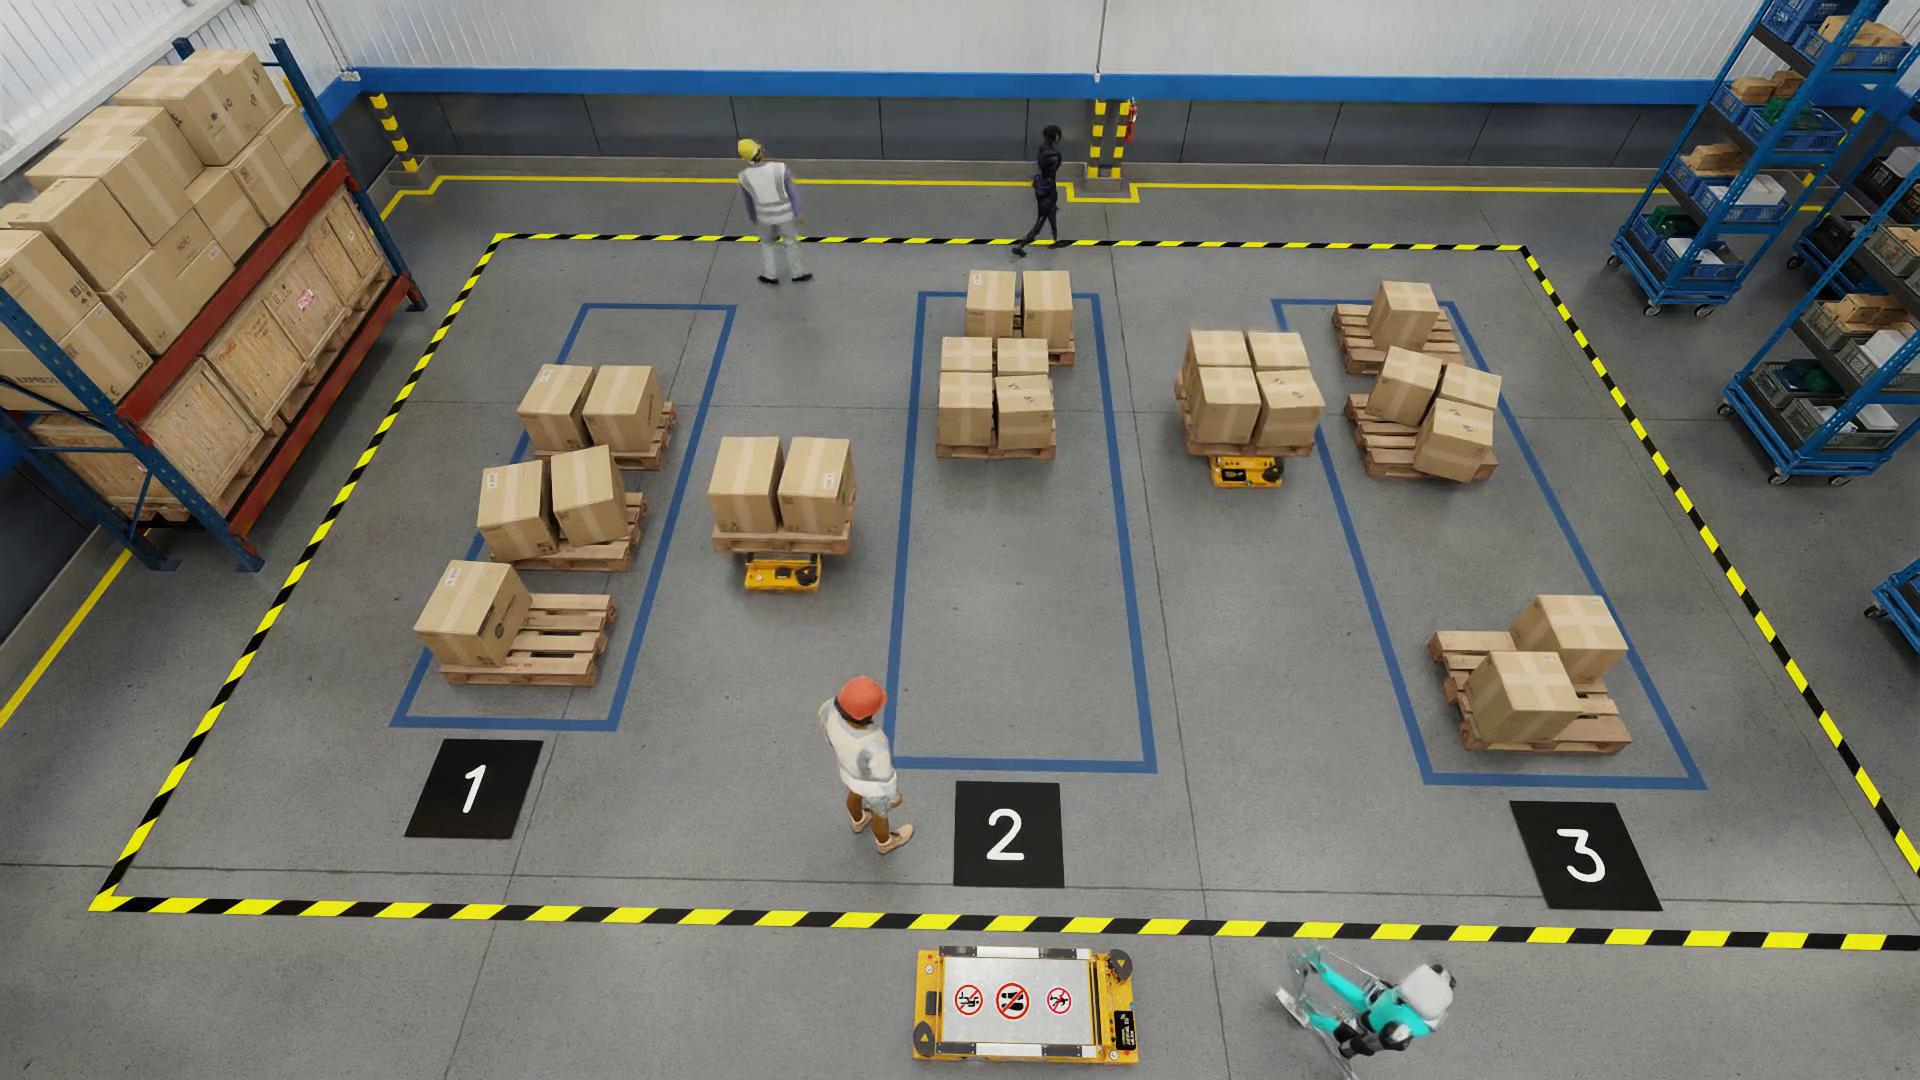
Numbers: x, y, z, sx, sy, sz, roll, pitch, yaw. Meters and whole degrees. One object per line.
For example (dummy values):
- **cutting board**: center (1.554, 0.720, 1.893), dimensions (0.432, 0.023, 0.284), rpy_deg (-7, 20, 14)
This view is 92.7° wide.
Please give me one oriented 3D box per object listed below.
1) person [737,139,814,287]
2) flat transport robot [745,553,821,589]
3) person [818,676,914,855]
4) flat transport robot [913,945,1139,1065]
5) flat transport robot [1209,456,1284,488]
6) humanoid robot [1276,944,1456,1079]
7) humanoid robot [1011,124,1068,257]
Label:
- **person**: center (-2.104, -3.747, 10.571), dimensions (0.706, 1.788, 0.406), rpy_deg (-1, 51, -1)
- **flat transport robot**: center (-1.586, -0.166, 8.603), dimensions (0.652, 0.197, 1.431), rpy_deg (1, 51, 1)
- **person**: center (-0.606, 1.519, 6.110), dimensions (0.605, 2.034, 0.389), rpy_deg (36, 59, 26)
- **flat transport robot**: center (0.422, 3.041, 6.007), dimensions (1.431, 0.231, 0.659), rpy_deg (1, 51, 1)
- **flat transport robot**: center (2.841, -1.127, 9.387), dimensions (0.652, 0.197, 1.431), rpy_deg (1, 51, 1)
- **humanoid robot**: center (2.275, 2.705, 5.336), dimensions (0.558, 1.739, 1.046), rpy_deg (-33, 58, -24)
- **humanoid robot**: center (1.005, -4.173, 11.011), dimensions (0.770, 1.640, 0.601), rpy_deg (-7, 51, -6)
